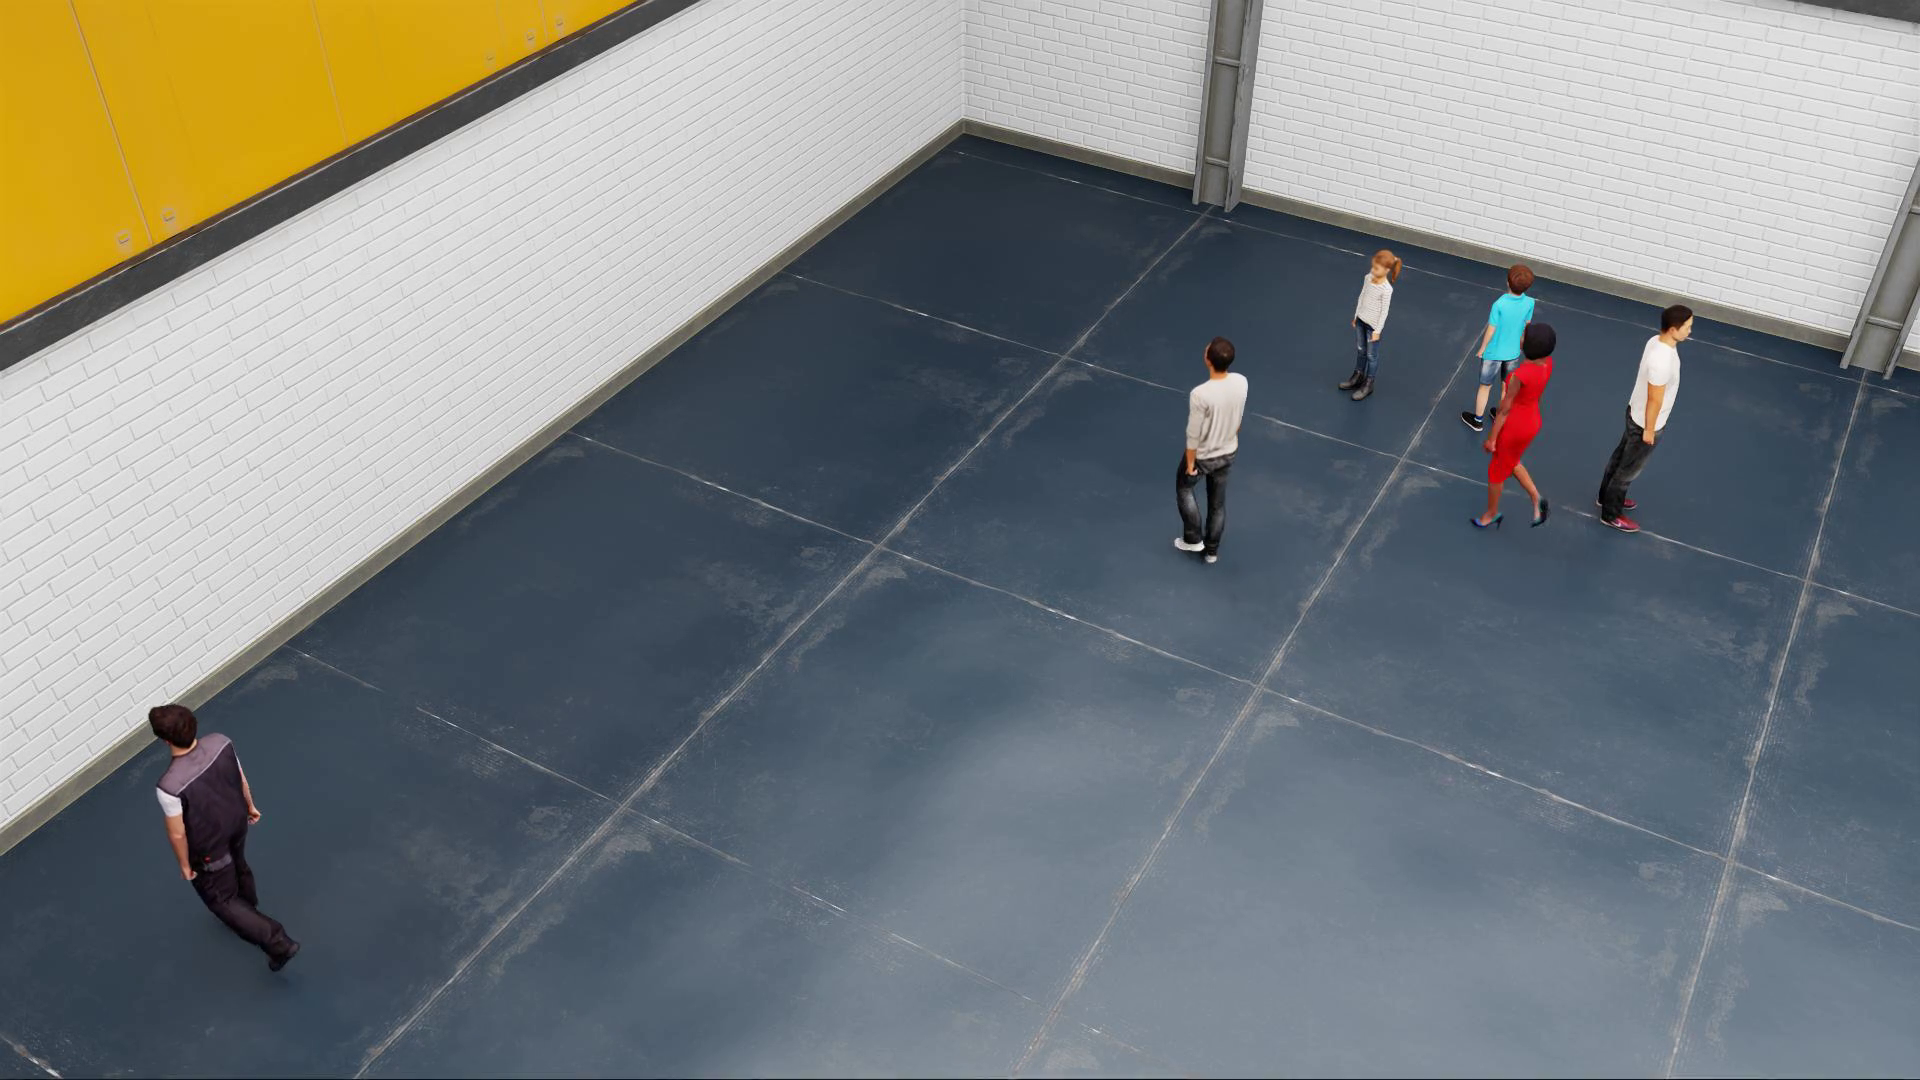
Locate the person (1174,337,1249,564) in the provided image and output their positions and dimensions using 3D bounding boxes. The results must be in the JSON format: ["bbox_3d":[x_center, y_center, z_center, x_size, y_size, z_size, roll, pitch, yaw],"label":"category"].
[{"bbox_3d":[1.814,-0.570,11.602,0.776,1.799,0.816,-15,41,-18],"label":"person"}]

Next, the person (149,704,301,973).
[{"bbox_3d":[-3.918,1.593,8.869,1.046,1.829,0.733,16,41,19],"label":"person"}]

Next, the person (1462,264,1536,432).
[{"bbox_3d":[4.269,-1.516,13.067,0.589,1.449,0.653,-8,39,-10],"label":"person"}]

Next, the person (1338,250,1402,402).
[{"bbox_3d":[3.336,-1.755,13.474,0.623,1.315,0.554,-17,42,-20],"label":"person"}]

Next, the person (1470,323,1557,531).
[{"bbox_3d":[4.052,-0.736,11.865,0.850,1.730,0.706,31,48,33],"label":"person"}]

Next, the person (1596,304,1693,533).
[{"bbox_3d":[4.942,-0.902,12.018,0.622,1.798,0.690,10,40,12],"label":"person"}]
